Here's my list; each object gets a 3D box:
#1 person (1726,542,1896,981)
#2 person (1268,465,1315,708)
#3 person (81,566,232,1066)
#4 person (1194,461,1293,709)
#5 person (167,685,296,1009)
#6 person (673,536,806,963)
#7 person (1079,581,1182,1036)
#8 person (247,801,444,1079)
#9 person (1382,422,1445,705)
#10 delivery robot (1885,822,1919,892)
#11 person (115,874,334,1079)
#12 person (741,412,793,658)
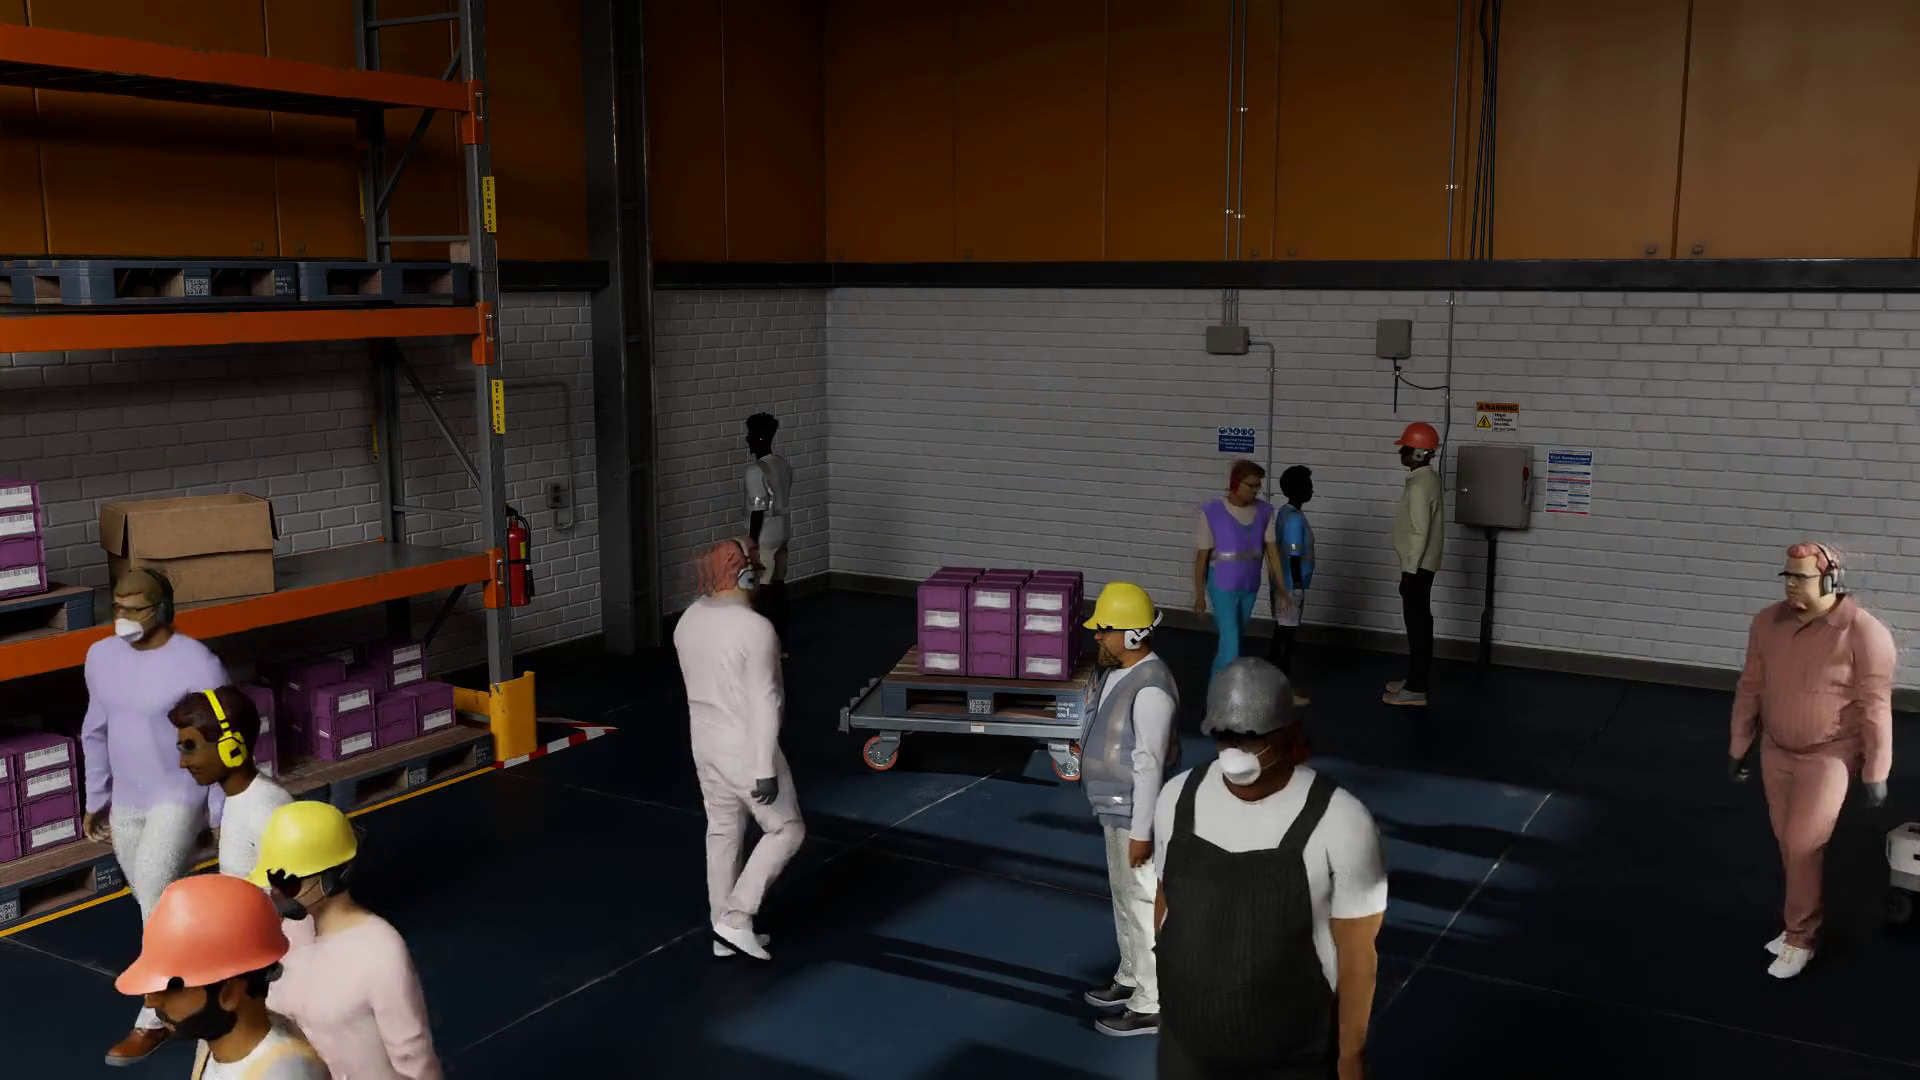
[{"bbox_3d":[3.624,0.944,7.220,0.695,1.880,0.672,-4,10,-25],"label":"person"},{"bbox_3d":[2.333,0.317,11.710,0.322,1.697,0.530,1,9,4],"label":"person"},{"bbox_3d":[-3.127,1.023,6.649,0.631,1.916,0.867,3,10,20],"label":"person"},{"bbox_3d":[1.884,0.368,11.105,0.567,1.789,0.925,-5,10,-29],"label":"person"},{"bbox_3d":[-2.130,1.336,4.903,0.754,1.833,0.557,-5,10,-26],"label":"person"},{"bbox_3d":[-0.949,0.926,7.270,0.431,1.894,0.655,-9,12,-43],"label":"person"},{"bbox_3d":[0.674,1.064,6.675,0.404,1.824,0.586,-2,9,-9],"label":"person"},{"bbox_3d":[-1.546,1.496,4.208,0.592,1.737,0.621,8,12,40],"label":"person"},{"bbox_3d":[3.213,0.165,11.728,0.375,1.997,0.612,3,10,21],"label":"person"},{"bbox_3d":[4.660,1.495,7.624,0.477,0.478,0.707,-8,12,-41],"label":"delivery robot"},{"bbox_3d":[-1.394,1.564,3.369,1.022,1.884,0.567,-6,11,-33],"label":"person"},{"bbox_3d":[-1.510,-0.009,12.910,0.366,1.965,0.607,3,9,17],"label":"person"}]
